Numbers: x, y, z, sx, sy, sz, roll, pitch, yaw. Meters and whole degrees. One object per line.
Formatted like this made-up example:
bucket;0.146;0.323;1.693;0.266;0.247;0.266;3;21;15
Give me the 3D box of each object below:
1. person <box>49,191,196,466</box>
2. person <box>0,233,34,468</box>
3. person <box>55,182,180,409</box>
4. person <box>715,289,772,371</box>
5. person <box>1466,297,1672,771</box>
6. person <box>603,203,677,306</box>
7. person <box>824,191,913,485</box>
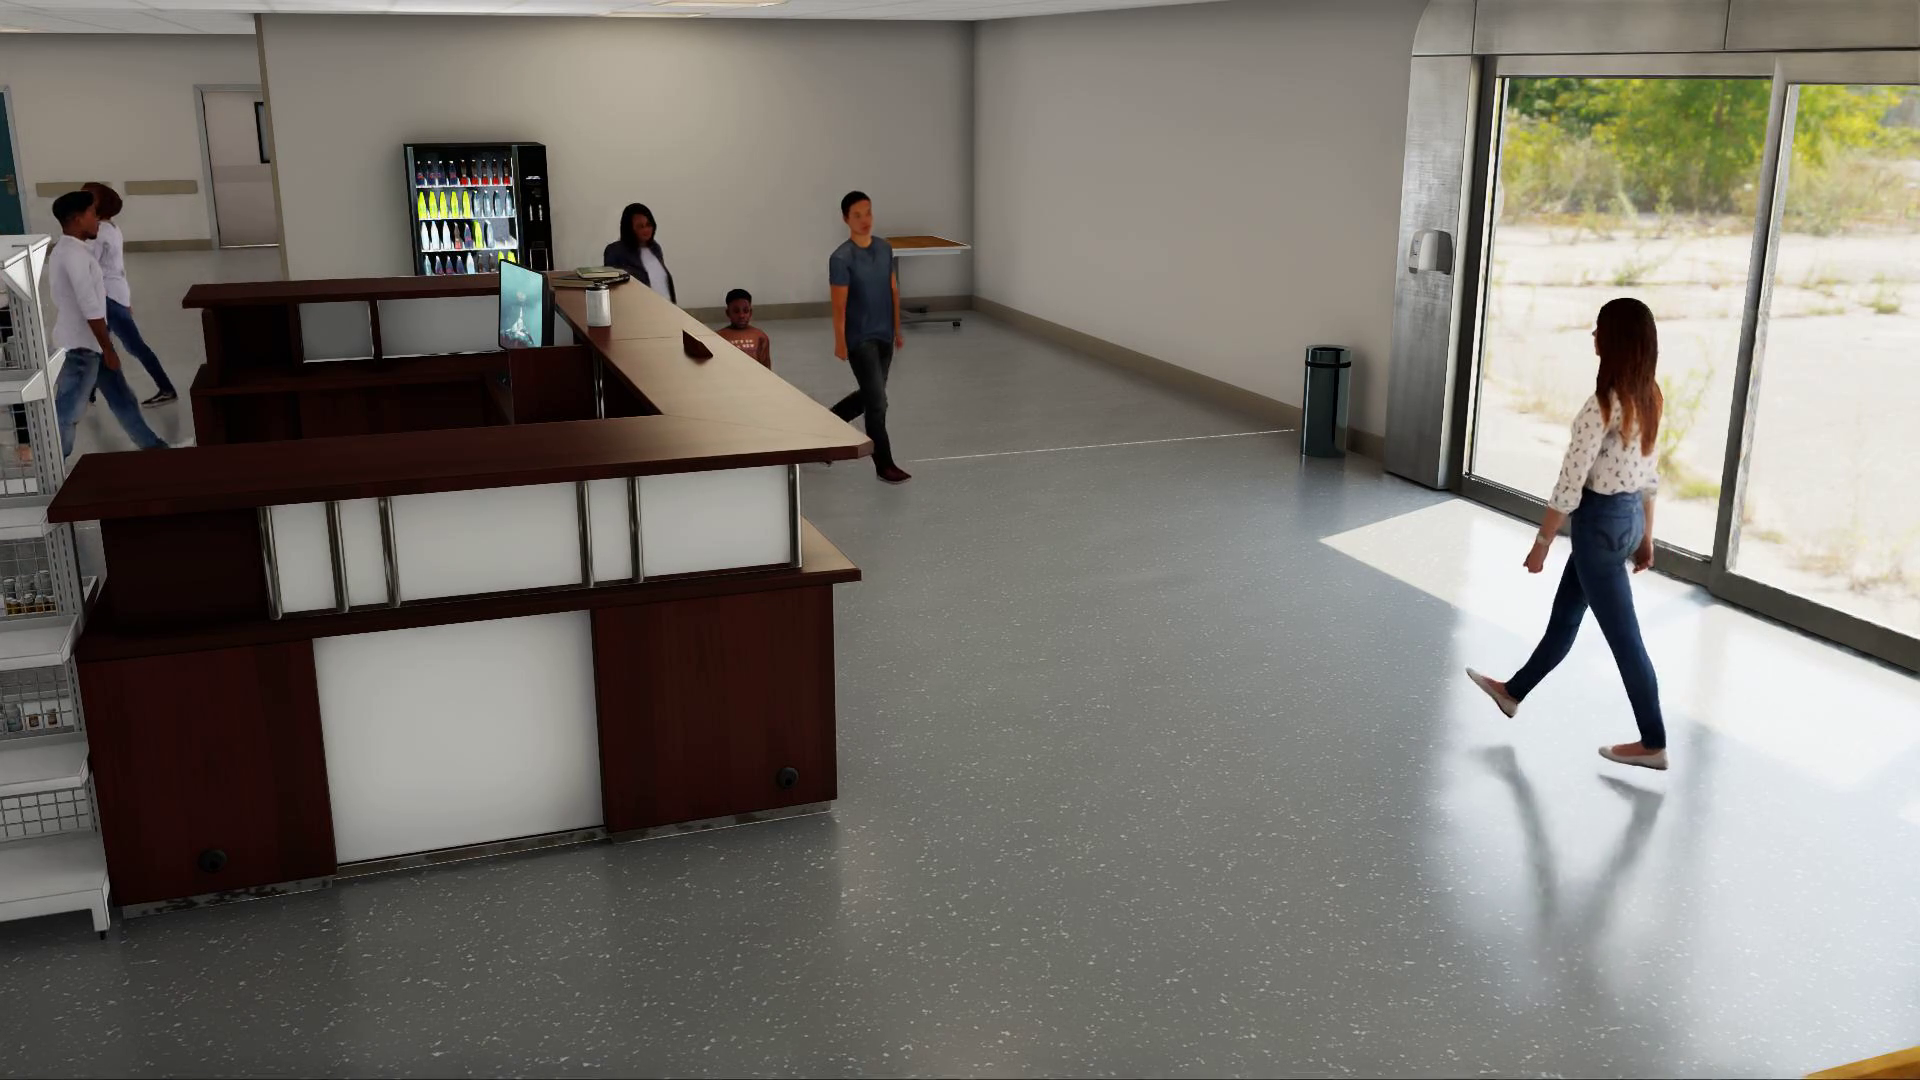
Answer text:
person;-5.408;-1.171;10.059;1.163;1.760;0.817;-9;18;-28
person;-6.034;-1.275;10.418;1.064;1.766;0.772;-8;17;-25
person;-6.251;-1.795;12.436;1.124;1.673;0.709;-4;16;-14
person;-1.313;-0.883;9.971;0.464;1.255;0.614;-2;16;-7
person;2.400;0.021;5.967;1.121;1.687;0.954;-14;21;-41
person;-2.314;-1.579;11.824;0.915;1.588;0.837;8;17;25
person;-0.643;-1.244;10.289;1.070;1.777;1.115;11;19;35
